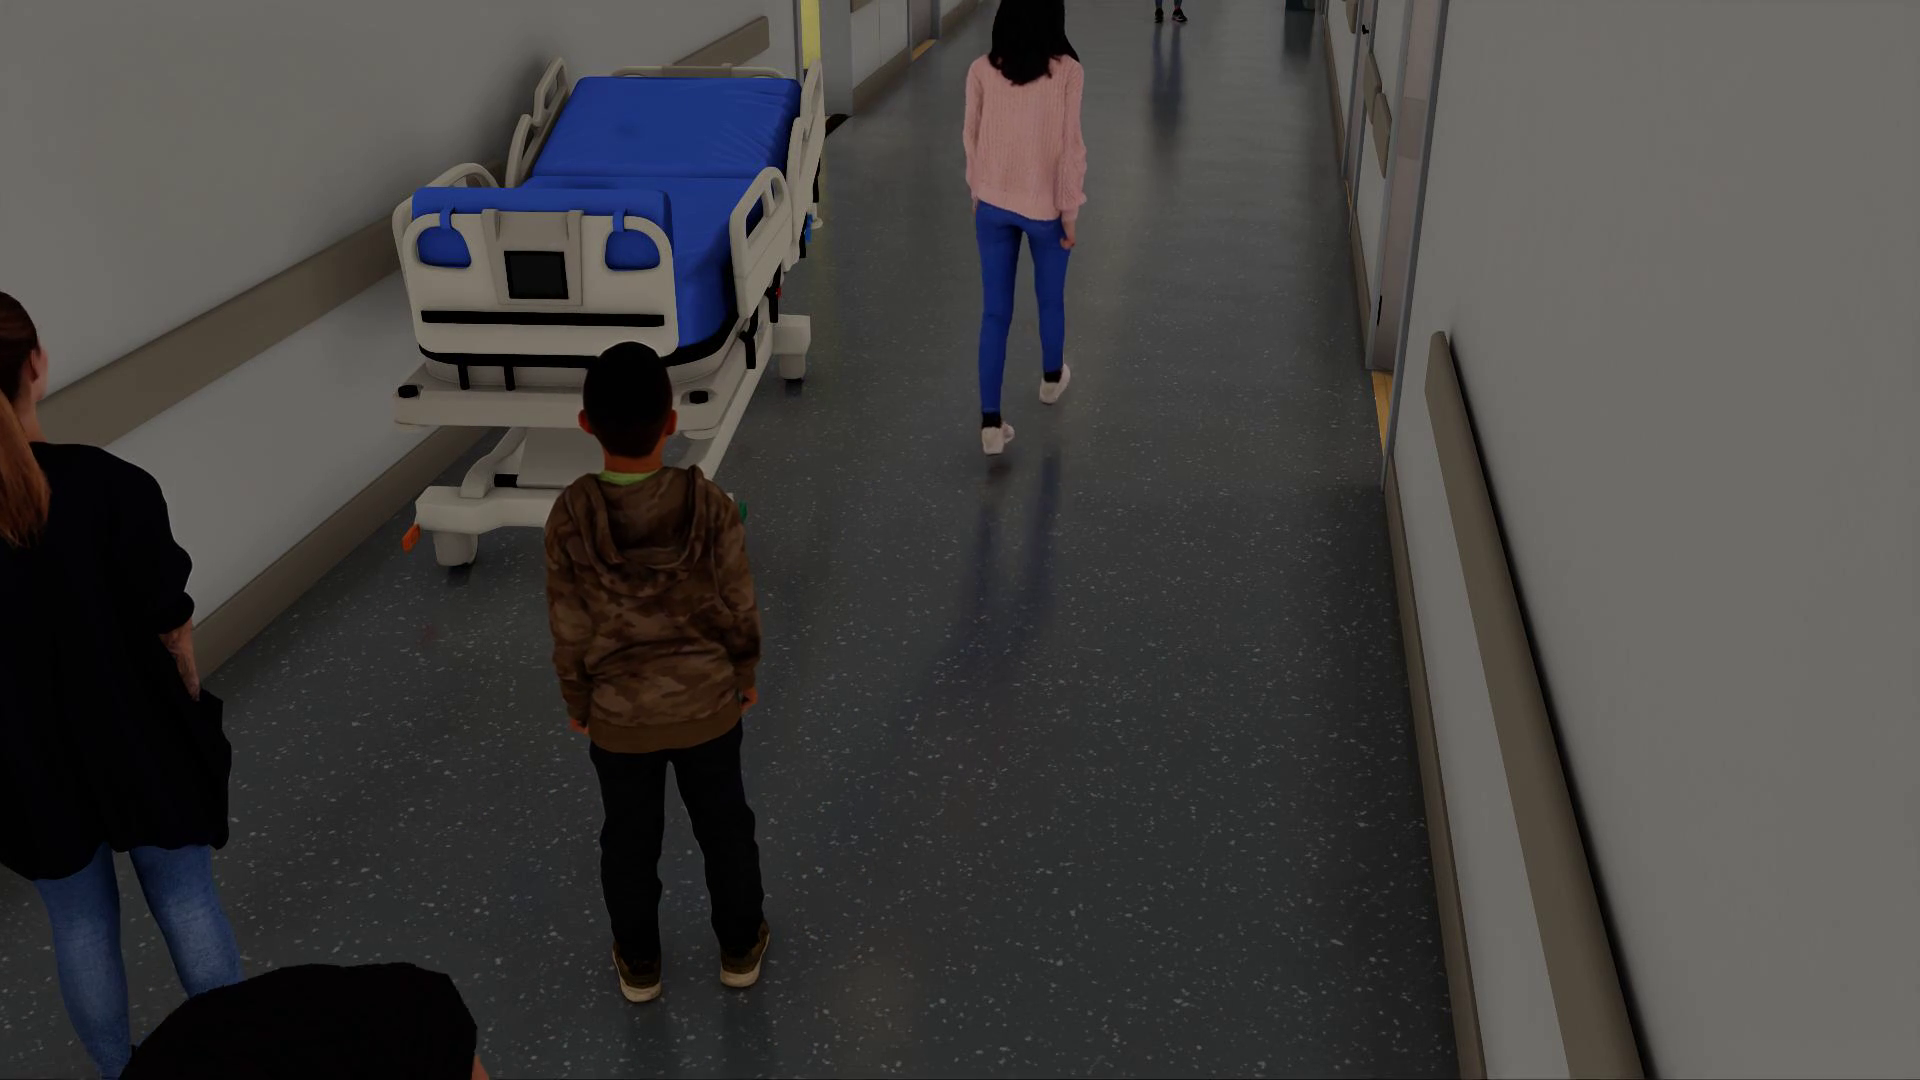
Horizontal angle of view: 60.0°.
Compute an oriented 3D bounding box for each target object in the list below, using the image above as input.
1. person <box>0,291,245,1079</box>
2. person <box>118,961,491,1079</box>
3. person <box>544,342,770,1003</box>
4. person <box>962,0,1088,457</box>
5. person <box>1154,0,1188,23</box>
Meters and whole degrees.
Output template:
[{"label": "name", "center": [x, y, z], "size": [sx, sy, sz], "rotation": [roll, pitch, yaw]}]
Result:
[{"label": "person", "center": [-1.586, 0.361, 3.015], "size": [0.660, 1.683, 0.778], "rotation": [-8, 27, -16]}, {"label": "person", "center": [-0.403, 1.098, 1.275], "size": [0.924, 1.868, 0.865], "rotation": [-20, 32, -35]}, {"label": "person", "center": [-0.612, 0.303, 3.399], "size": [0.607, 1.455, 0.712], "rotation": [-4, 26, -9]}, {"label": "person", "center": [0.197, -1.145, 6.097], "size": [1.102, 1.719, 0.828], "rotation": [8, 27, 17]}, {"label": "person", "center": [2.052, -5.797, 15.861], "size": [0.634, 1.617, 0.738], "rotation": [-4, 26, -8]}]
